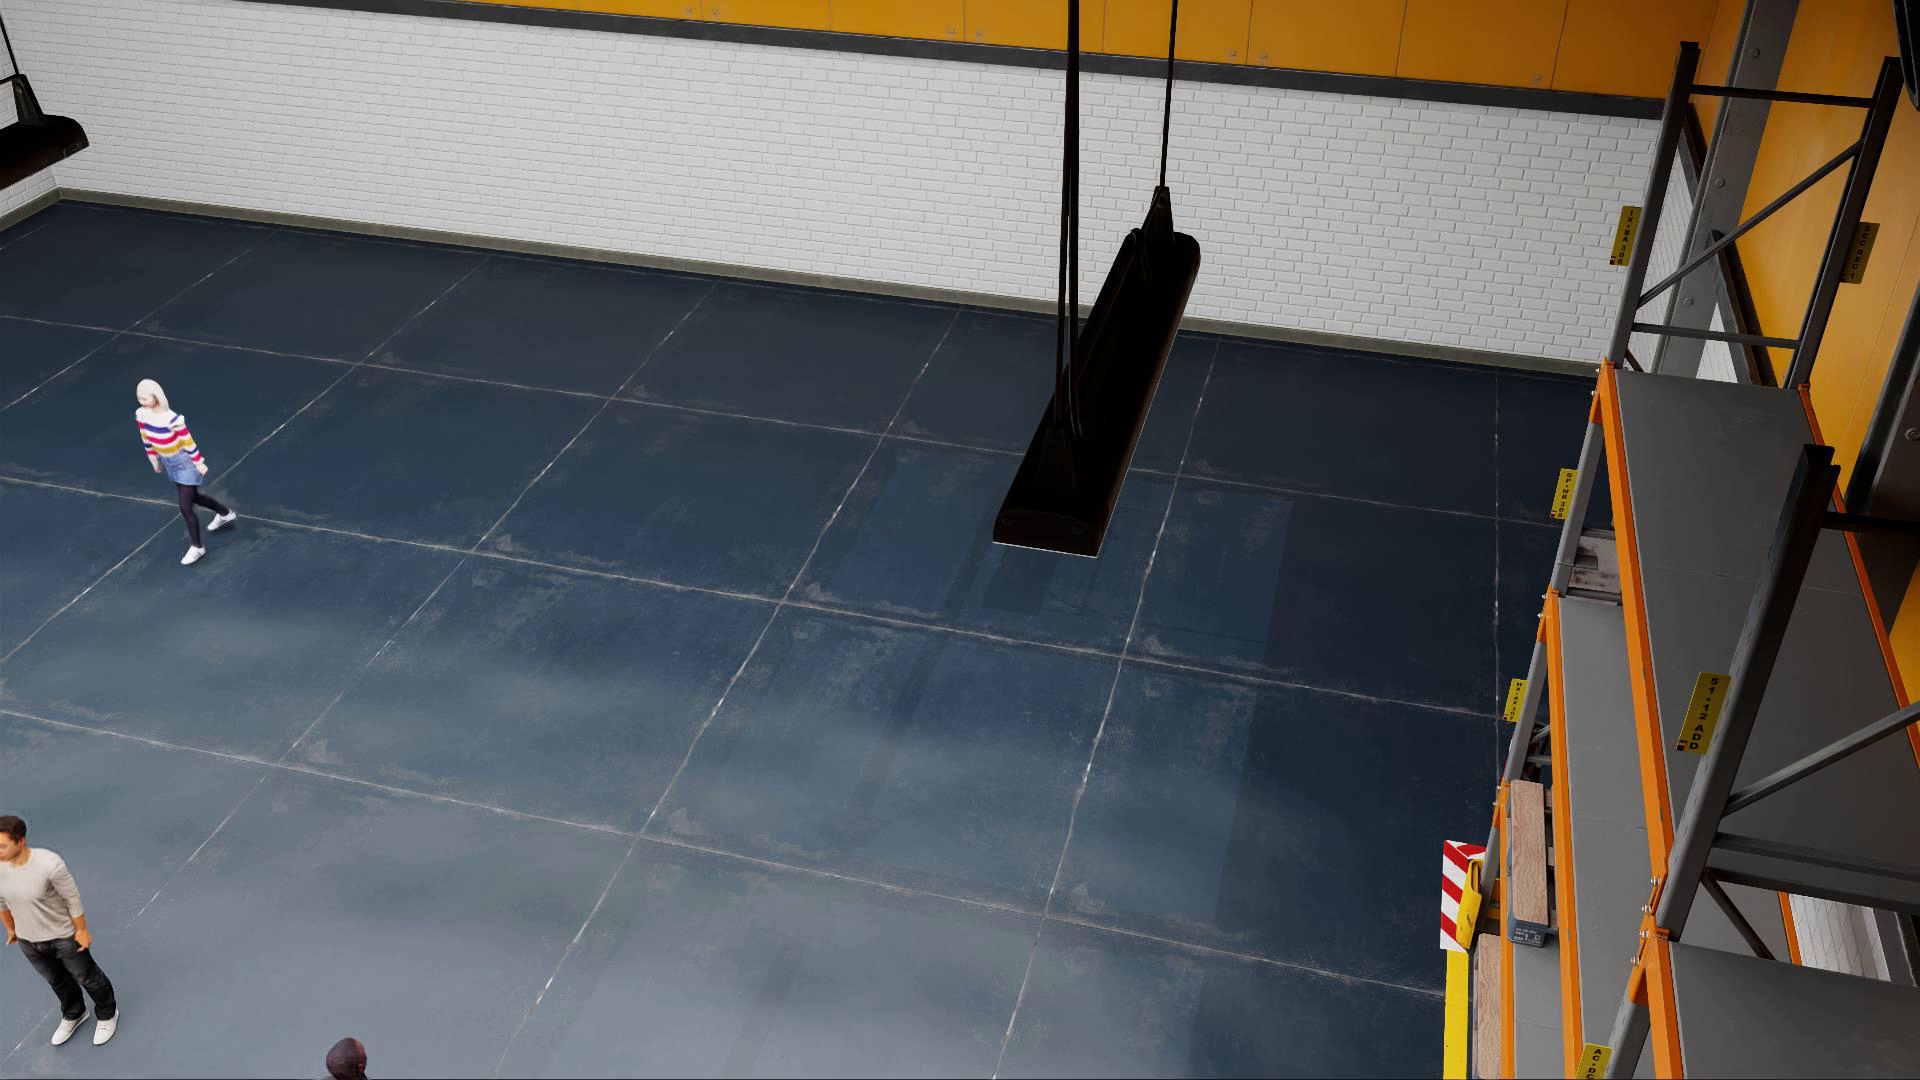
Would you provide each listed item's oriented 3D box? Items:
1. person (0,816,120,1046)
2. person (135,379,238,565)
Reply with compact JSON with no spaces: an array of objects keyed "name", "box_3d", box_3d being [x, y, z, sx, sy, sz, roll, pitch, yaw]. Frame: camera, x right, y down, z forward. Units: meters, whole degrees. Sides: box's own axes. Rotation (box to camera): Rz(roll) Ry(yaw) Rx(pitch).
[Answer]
[{"name":"person","box_3d":[-5.514,2.345,10.089,0.704,1.811,0.608,2,34,2]},{"name":"person","box_3d":[-6.820,-0.688,14.691,0.763,1.767,1.028,15,36,21]}]
